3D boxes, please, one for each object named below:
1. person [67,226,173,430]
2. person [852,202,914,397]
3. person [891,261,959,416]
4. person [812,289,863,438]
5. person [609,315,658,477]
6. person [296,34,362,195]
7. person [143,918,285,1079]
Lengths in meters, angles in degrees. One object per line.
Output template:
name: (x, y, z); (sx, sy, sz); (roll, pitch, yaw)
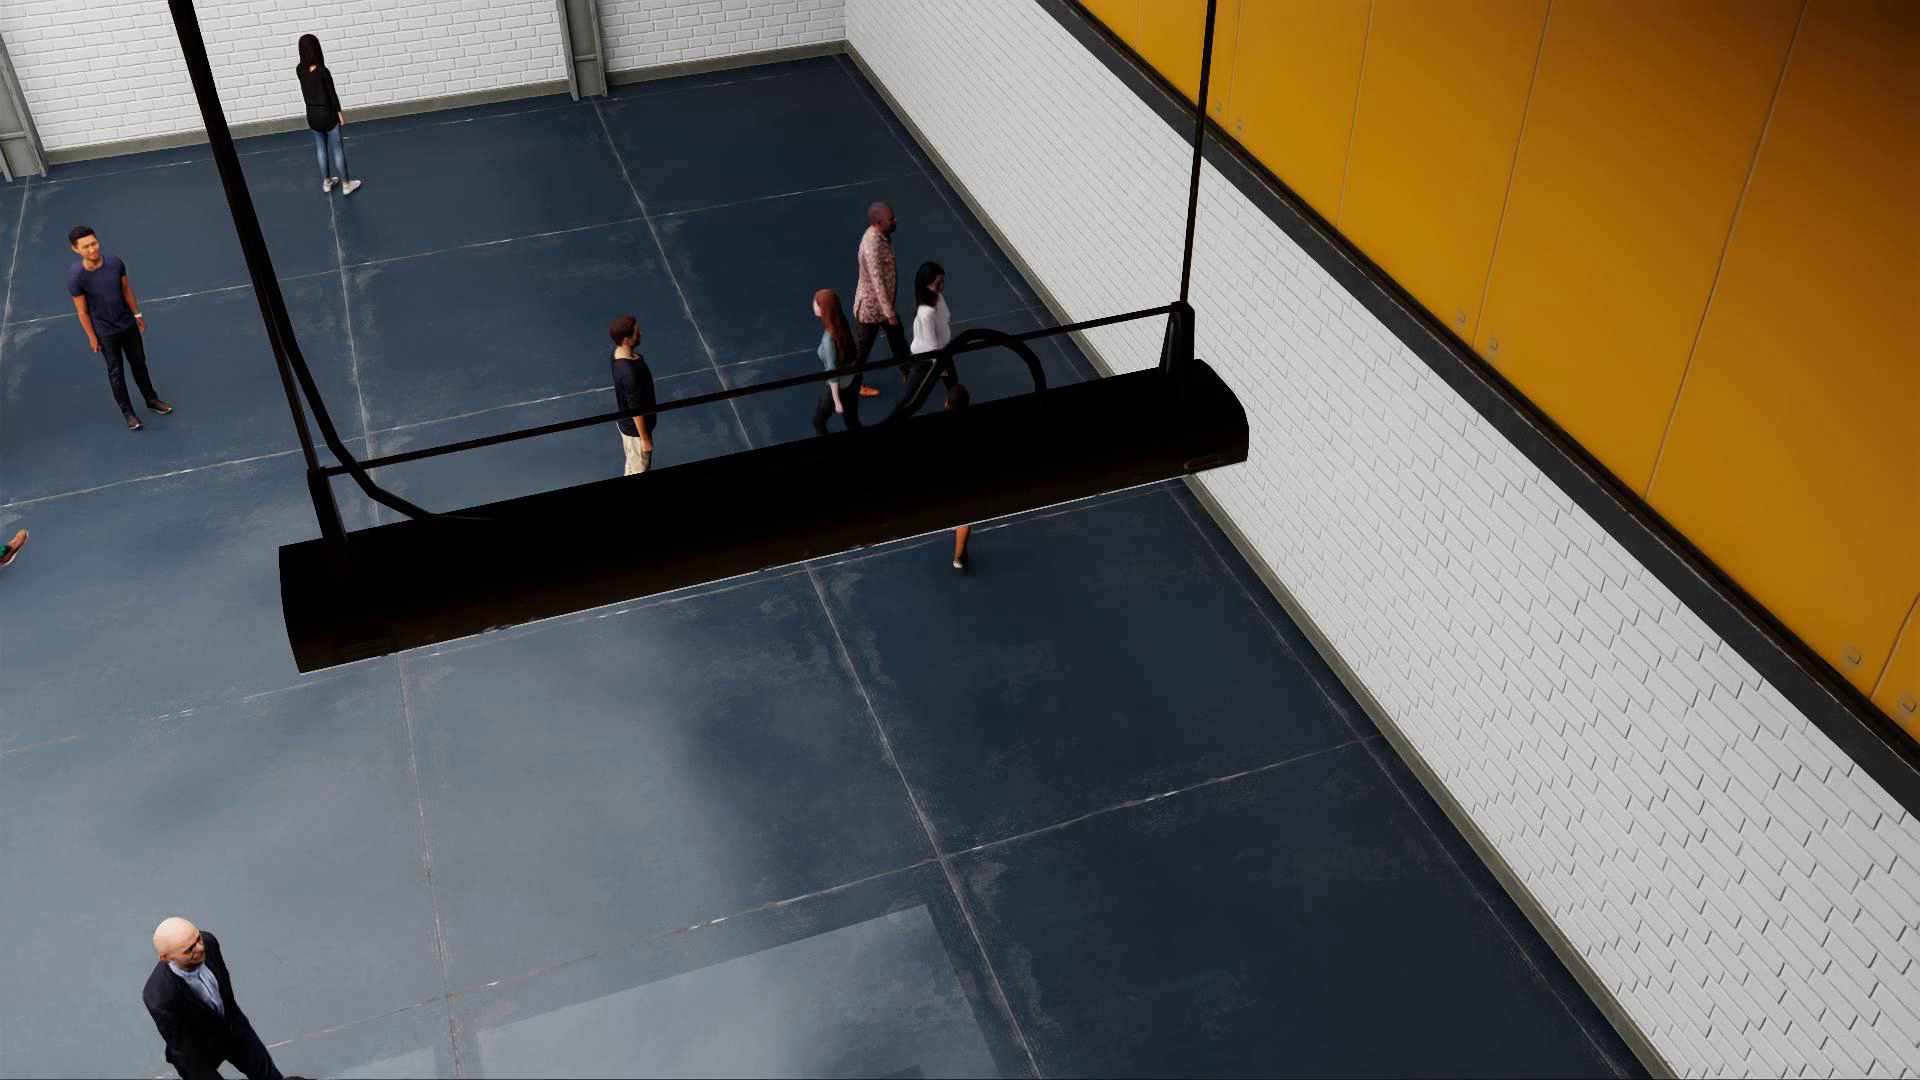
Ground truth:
person: (-6.943, -1.770, 13.634); (0.779, 1.793, 0.668); (24, 45, 27)
person: (-0.800, -1.986, 13.918); (1.158, 1.776, 1.004); (6, 39, 8)
person: (-0.340, -1.495, 13.412); (1.224, 1.641, 0.990); (4, 39, 5)
person: (-0.846, -1.160, 12.930); (0.899, 1.720, 0.823); (14, 41, 16)
person: (-2.433, -0.857, 12.445); (0.540, 1.851, 0.630); (-12, 40, -15)
person: (-6.505, -4.346, 16.981); (0.624, 1.643, 0.702); (11, 40, 13)
person: (-3.818, 2.498, 8.313); (1.278, 1.765, 1.152); (12, 40, 14)
